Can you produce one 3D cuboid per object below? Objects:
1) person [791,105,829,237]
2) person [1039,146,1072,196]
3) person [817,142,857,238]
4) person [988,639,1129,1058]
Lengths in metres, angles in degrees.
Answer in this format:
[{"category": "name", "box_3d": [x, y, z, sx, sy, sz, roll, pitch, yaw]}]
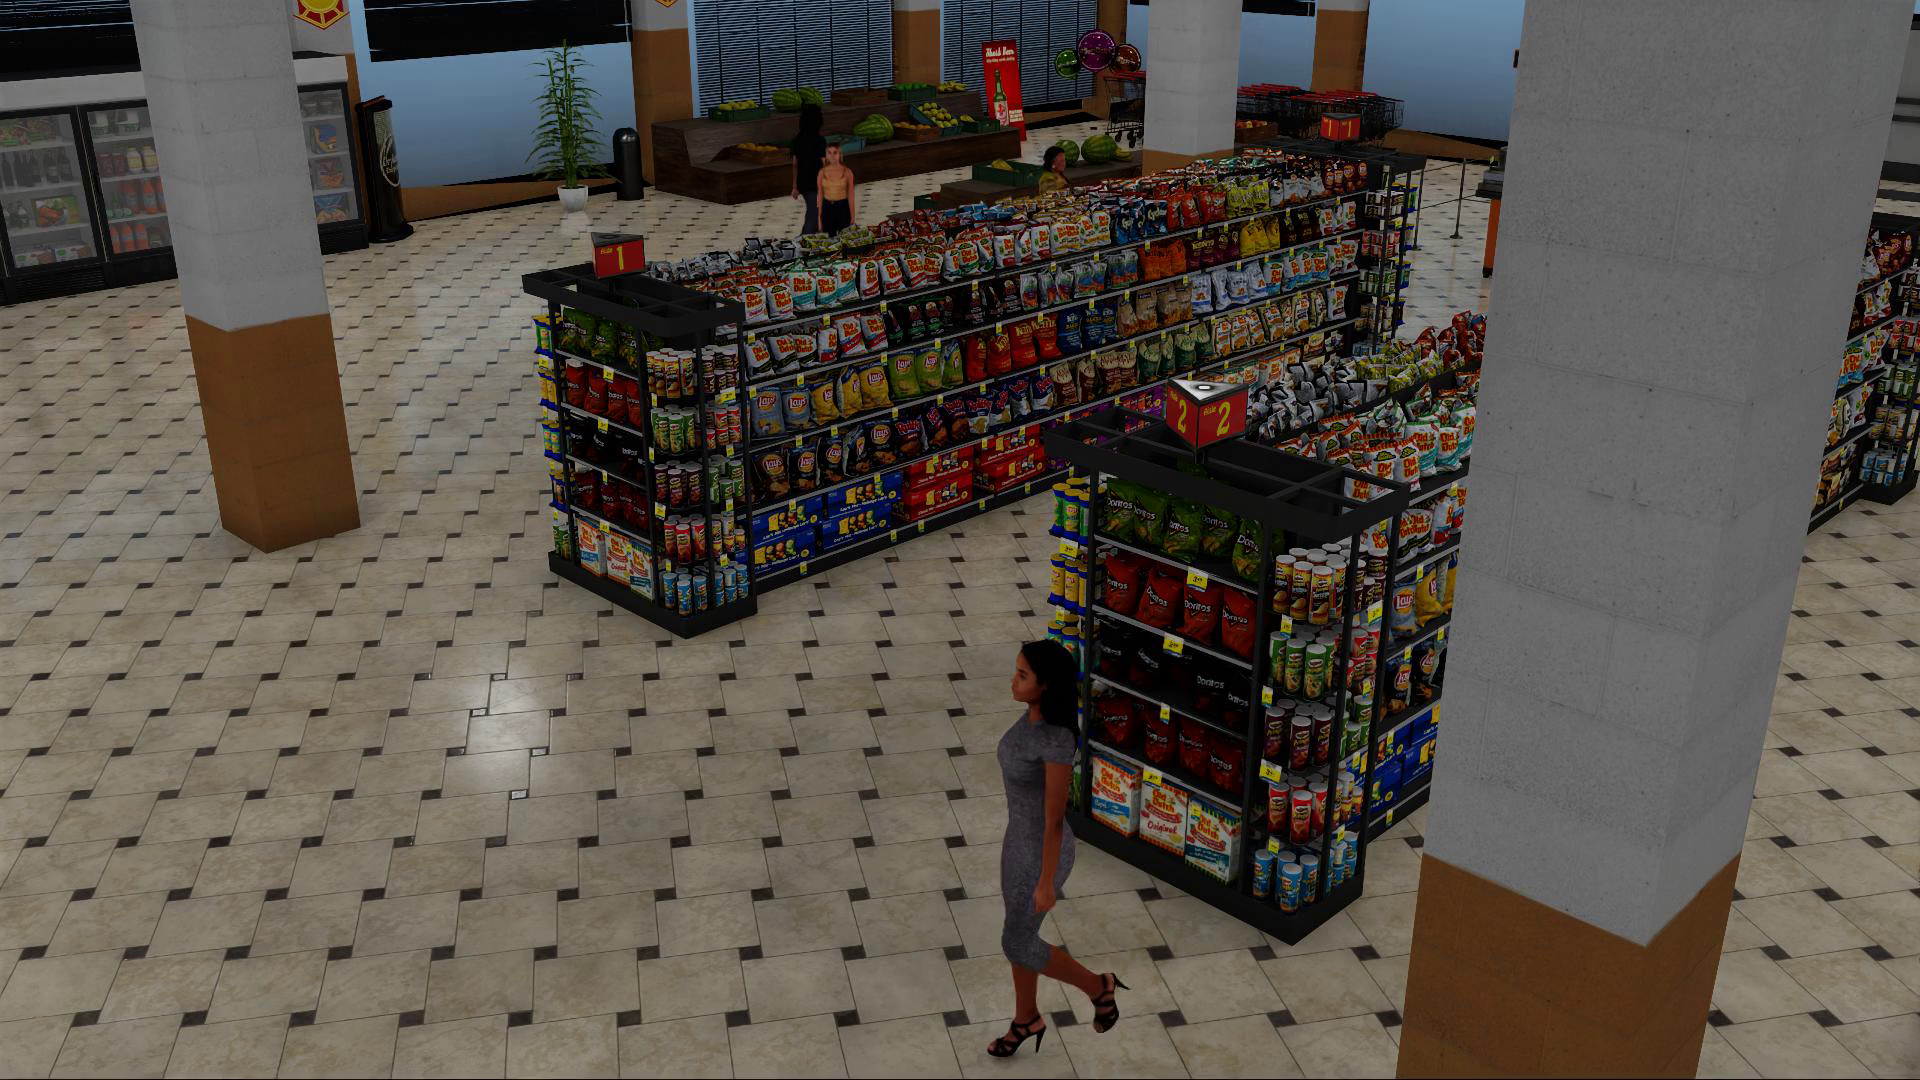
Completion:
[{"category": "person", "box_3d": [-1.820, -4.146, 19.491, 0.640, 1.810, 0.865, 20, 30, 41]}, {"category": "person", "box_3d": [0.900, -3.368, 17.797, 1.093, 1.628, 1.190, 7, 23, 17]}, {"category": "person", "box_3d": [-1.342, -3.550, 18.277, 0.932, 1.609, 1.049, 3, 22, 7]}, {"category": "person", "box_3d": [0.376, 1.199, 6.243, 0.902, 1.770, 0.808, -5, 22, -12]}]
